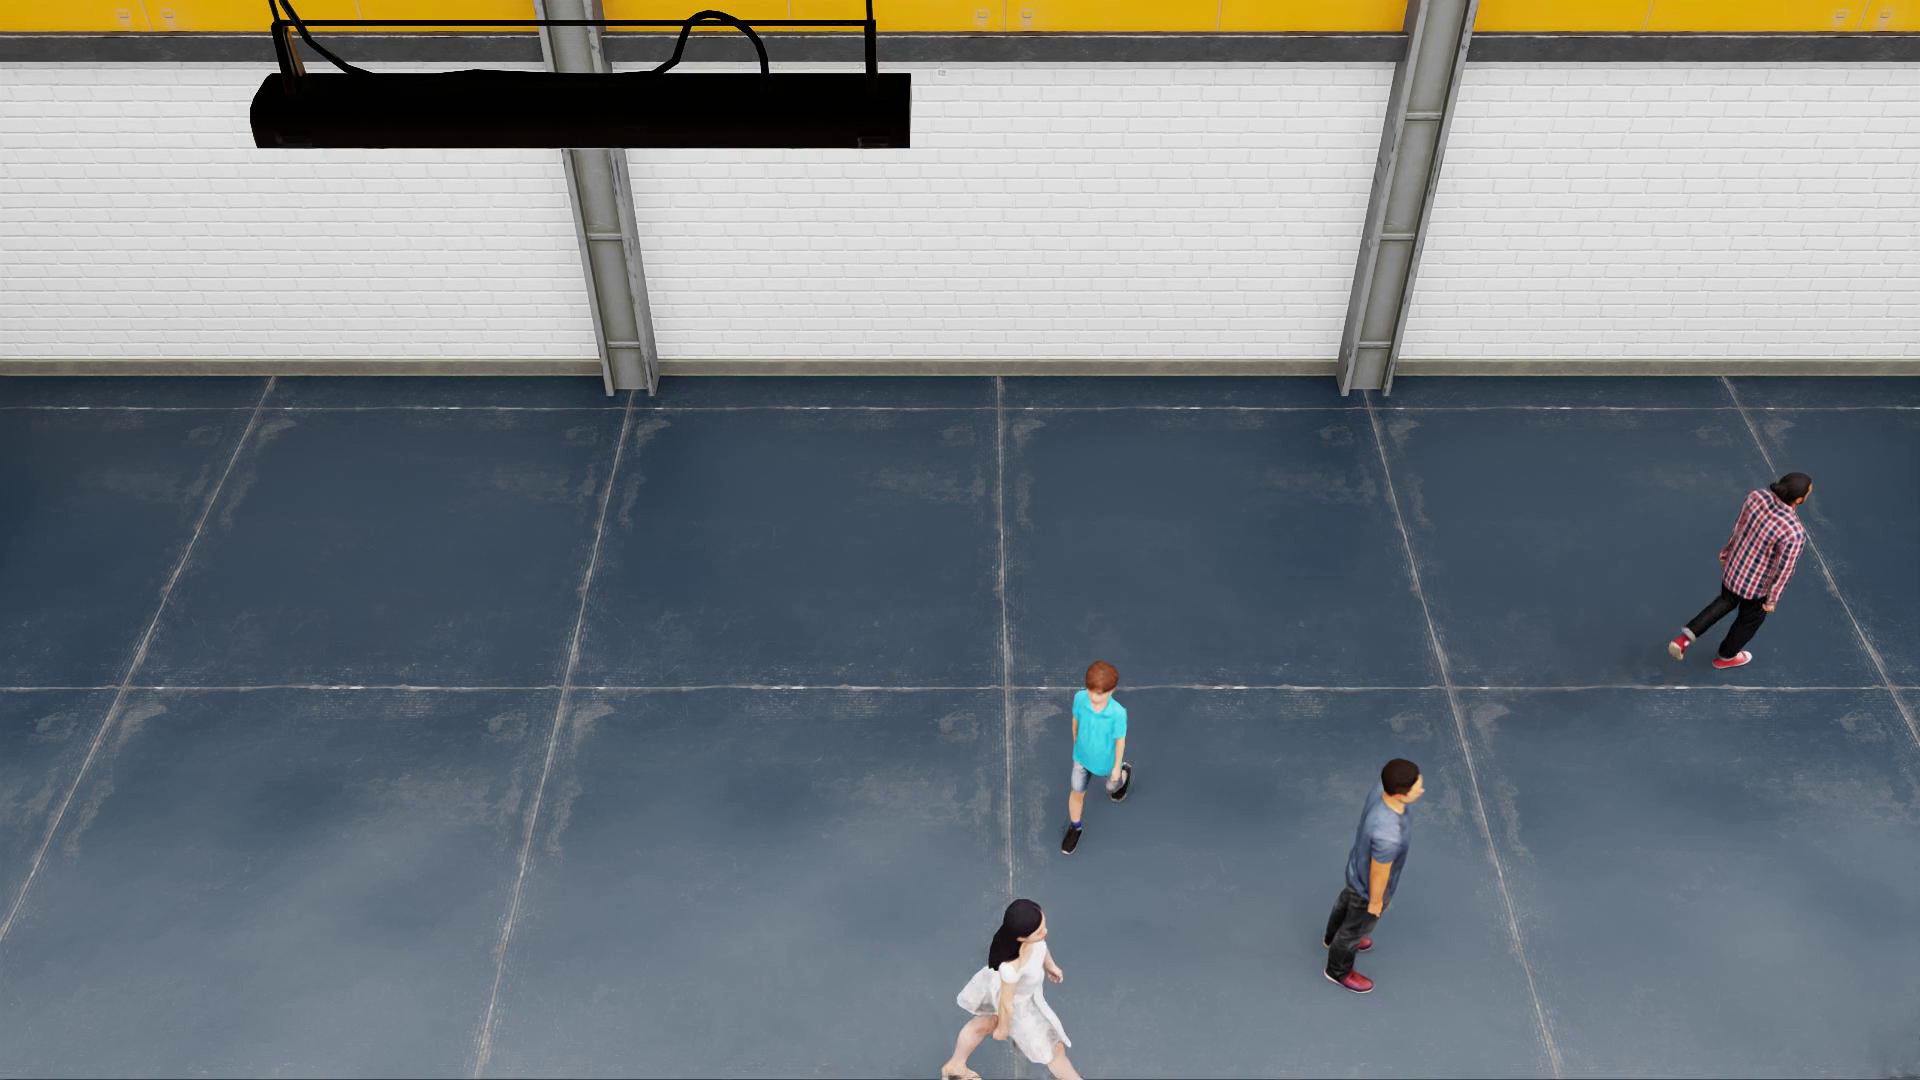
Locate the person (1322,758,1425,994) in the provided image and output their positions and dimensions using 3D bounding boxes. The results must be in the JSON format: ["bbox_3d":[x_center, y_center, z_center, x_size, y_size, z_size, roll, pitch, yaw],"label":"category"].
[{"bbox_3d":[2.258,1.805,9.130,0.628,1.809,0.703,9,44,9],"label":"person"}]

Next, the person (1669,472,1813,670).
[{"bbox_3d":[5.102,0.232,10.828,1.001,1.745,0.877,-14,45,-14],"label":"person"}]

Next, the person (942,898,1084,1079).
[{"bbox_3d":[0.198,2.381,8.587,1.206,1.724,0.736,5,44,5],"label":"person"}]

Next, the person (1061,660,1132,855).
[{"bbox_3d":[0.866,1.236,10.003,0.930,1.429,0.843,20,47,20],"label":"person"}]
